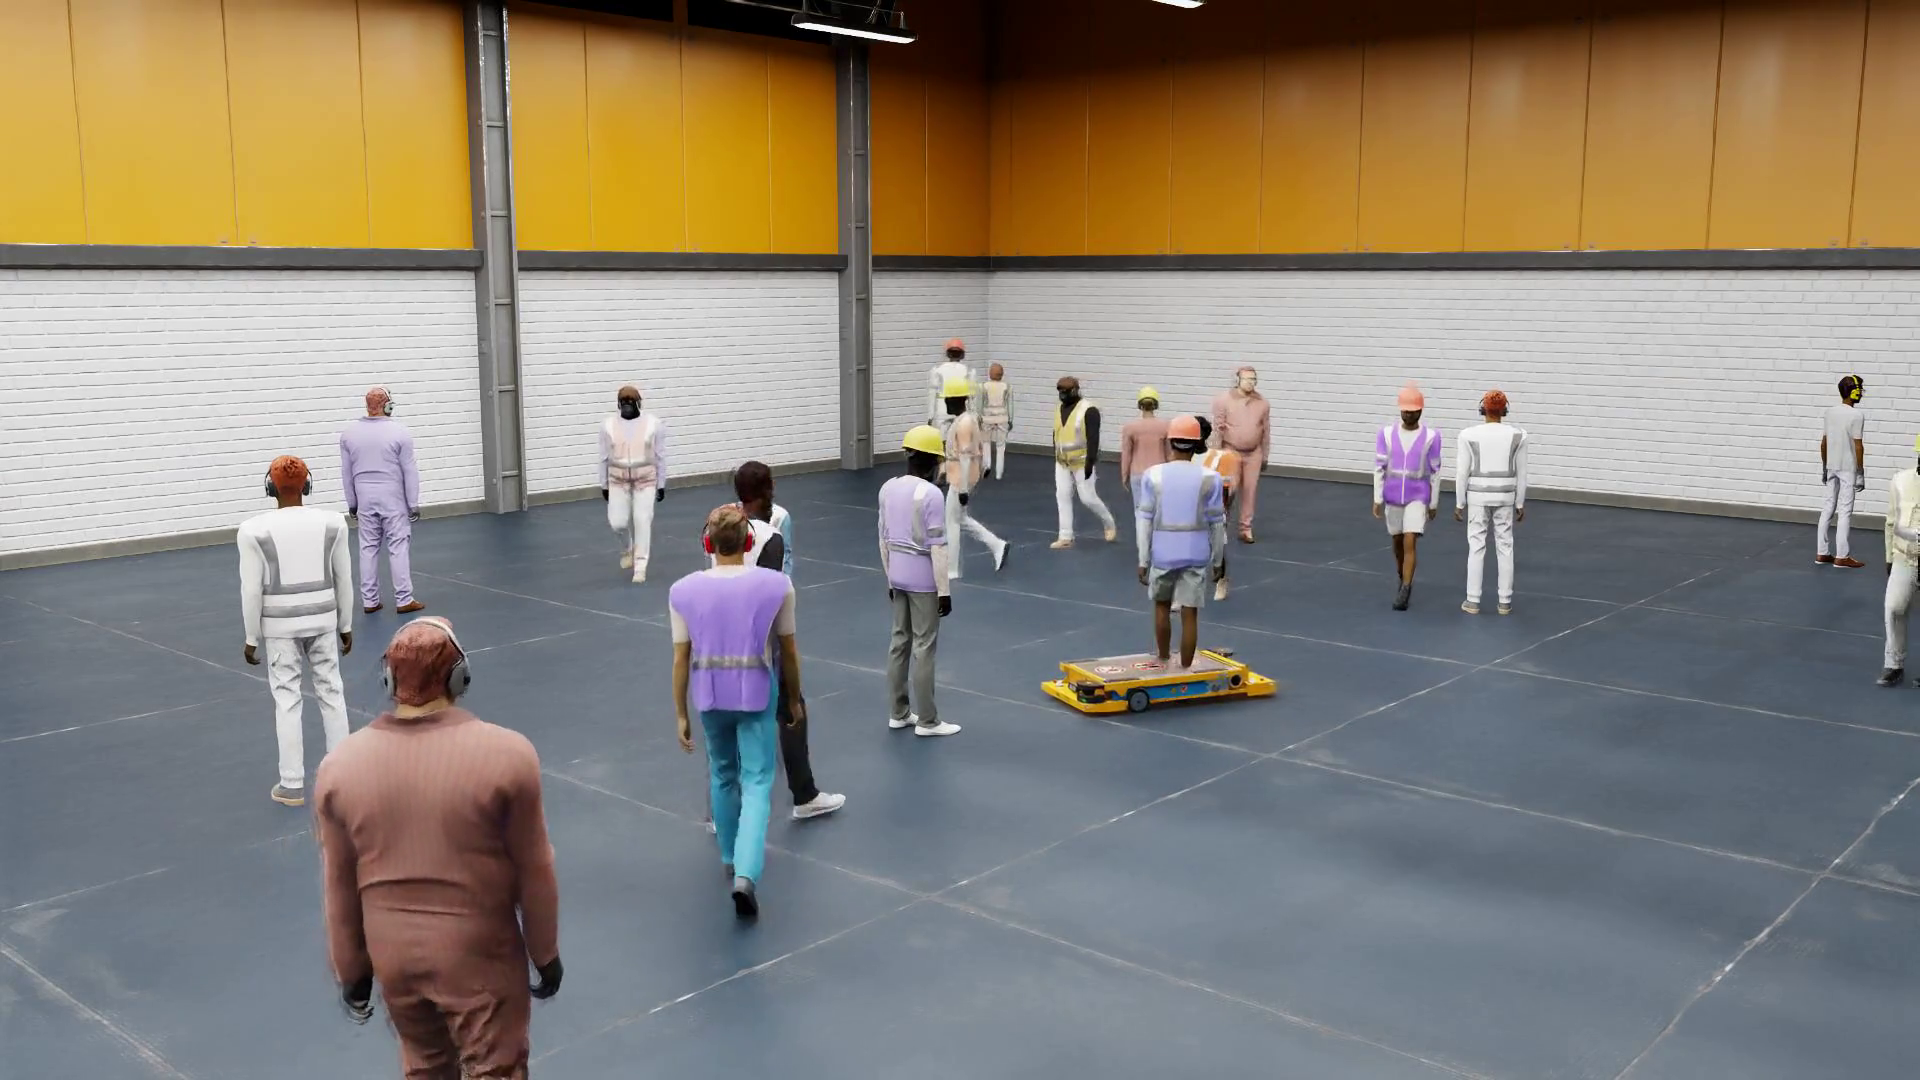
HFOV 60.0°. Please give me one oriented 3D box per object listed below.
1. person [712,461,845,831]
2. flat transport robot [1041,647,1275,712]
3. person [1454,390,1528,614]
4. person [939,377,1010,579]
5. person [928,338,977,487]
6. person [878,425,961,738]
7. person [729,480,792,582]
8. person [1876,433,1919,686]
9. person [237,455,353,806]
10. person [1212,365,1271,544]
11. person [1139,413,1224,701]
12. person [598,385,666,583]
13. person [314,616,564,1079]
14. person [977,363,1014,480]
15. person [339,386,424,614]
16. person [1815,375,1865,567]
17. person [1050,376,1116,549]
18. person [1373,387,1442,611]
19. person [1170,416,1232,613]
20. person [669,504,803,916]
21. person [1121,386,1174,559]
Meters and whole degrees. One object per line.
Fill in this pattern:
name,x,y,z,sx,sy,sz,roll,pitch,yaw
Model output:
person,-0.984,0.534,8.607,0.862,1.876,0.620,-7,12,-39
flat transport robot,1.328,0.929,11.164,1.431,0.197,0.652,-4,10,-23
person,4.439,-0.314,13.926,0.577,1.882,0.355,1,9,9
person,0.067,-0.570,15.461,0.706,1.907,0.603,1,9,4
person,-0.098,-1.665,22.023,0.642,2.010,0.664,0,9,1
person,-0.253,0.253,10.256,0.382,1.917,0.585,-8,12,-40
person,-1.334,0.322,10.758,0.523,1.620,0.374,0,9,1
person,6.571,0.131,11.338,0.668,1.807,0.608,-8,12,-41
person,-3.548,0.482,8.927,0.575,1.881,0.356,-7,11,-36
person,2.987,-0.921,17.695,0.665,1.892,0.541,-2,9,-10
person,1.497,0.100,11.231,0.561,1.913,0.678,2,9,10
person,-3.037,-0.528,15.461,0.628,1.829,0.518,-1,9,-4
person,-1.468,1.159,4.664,0.649,1.885,0.751,1,9,7
person,0.490,-1.629,22.980,0.514,1.631,0.355,0,9,1
person,-4.829,-0.331,13.955,0.645,1.907,0.400,1,9,8
person,8.605,-0.668,16.190,0.328,1.872,0.514,-3,9,-16
person,1.275,-0.817,17.318,0.727,1.815,0.649,-9,13,-44
person,3.871,-0.389,14.385,0.537,1.897,0.978,4,10,24
person,2.079,-0.246,14.212,0.537,1.656,0.868,4,10,25
person,-1.018,0.746,7.511,0.571,1.812,0.899,0,9,2
person,1.854,-0.646,16.409,0.542,1.747,0.370,1,9,4
